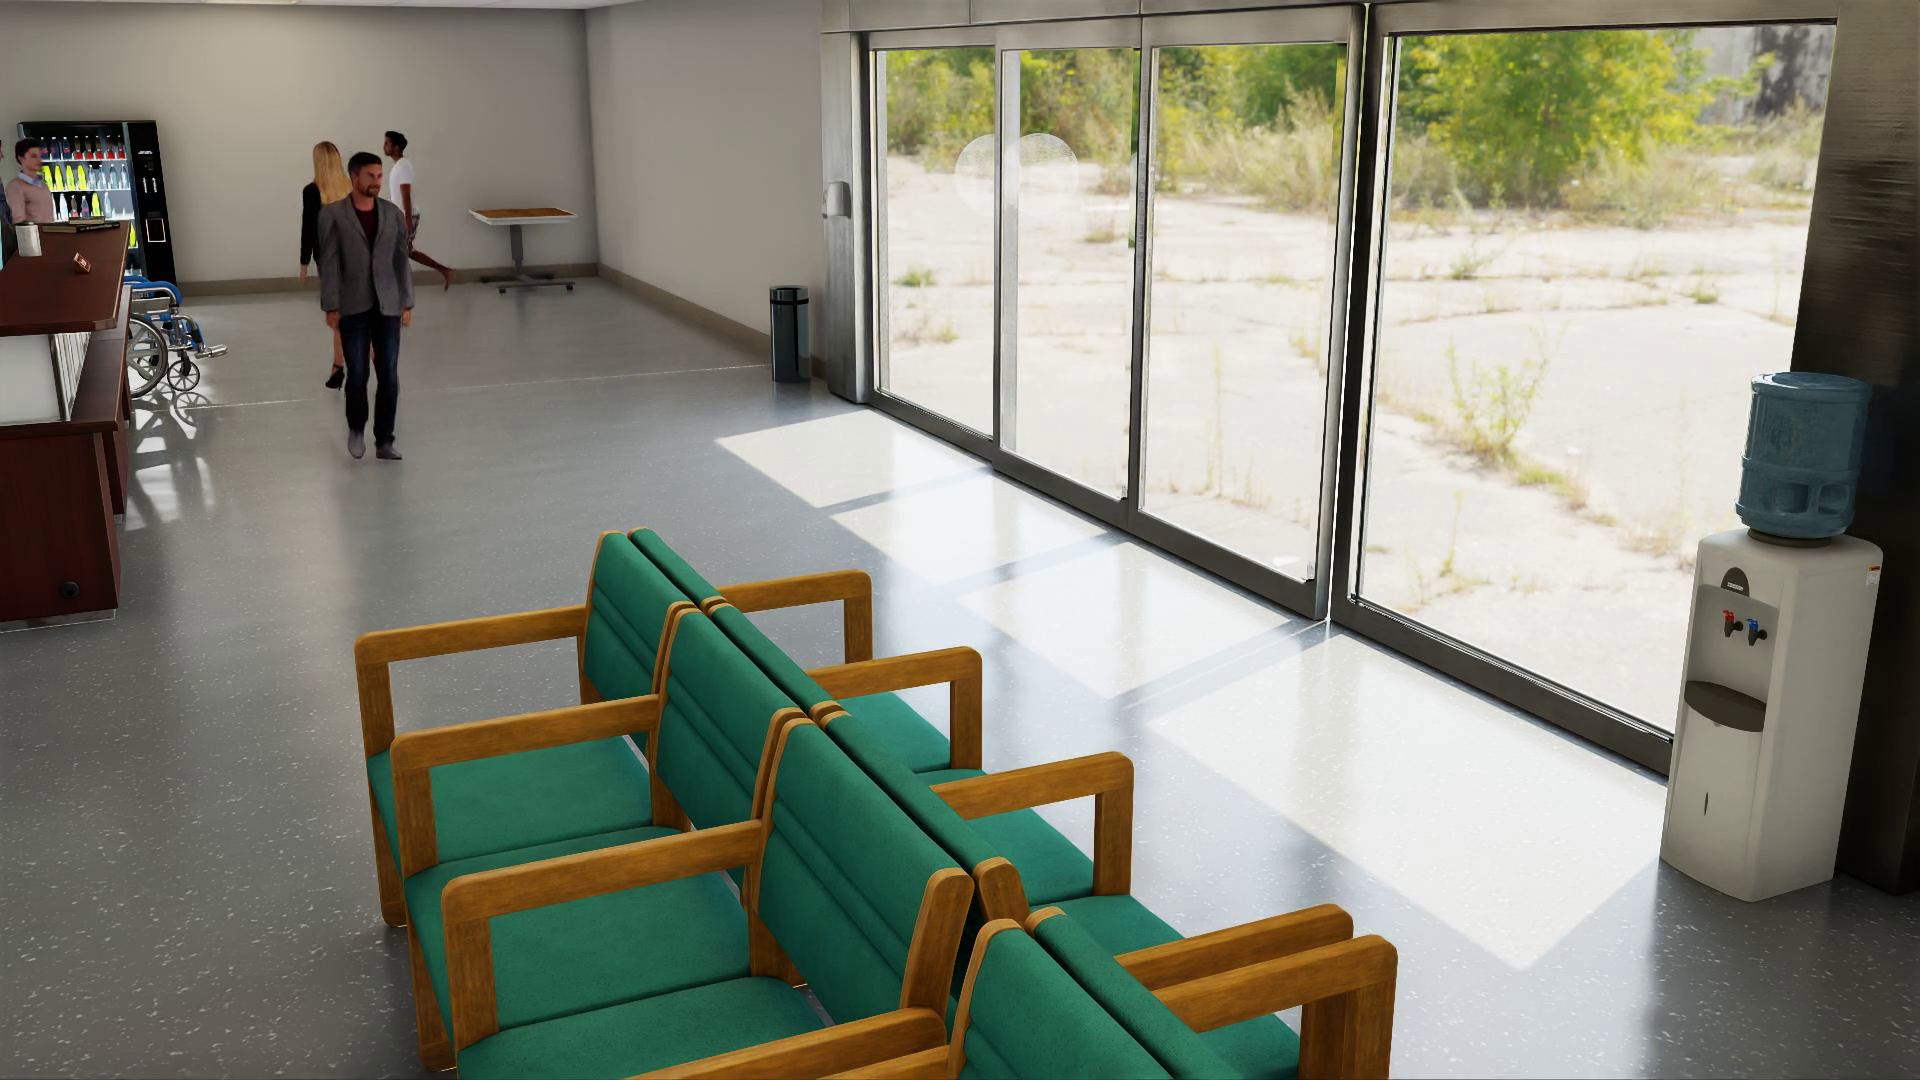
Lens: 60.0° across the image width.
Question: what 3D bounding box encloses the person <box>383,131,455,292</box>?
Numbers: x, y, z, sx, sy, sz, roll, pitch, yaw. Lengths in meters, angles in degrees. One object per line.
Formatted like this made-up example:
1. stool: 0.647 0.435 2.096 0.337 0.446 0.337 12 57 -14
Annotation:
1. person: -5.668 -3.341 17.229 1.000 1.709 0.655 -7 17 -22

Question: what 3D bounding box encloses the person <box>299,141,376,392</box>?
1. person: -4.385 -1.869 11.932 1.065 1.751 1.193 11 19 35

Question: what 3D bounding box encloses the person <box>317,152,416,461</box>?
1. person: -3.599 -1.391 10.044 0.678 1.856 0.825 -11 19 -35

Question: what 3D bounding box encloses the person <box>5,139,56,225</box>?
1. person: -7.351 -2.284 13.298 0.705 1.808 0.704 1 16 3
